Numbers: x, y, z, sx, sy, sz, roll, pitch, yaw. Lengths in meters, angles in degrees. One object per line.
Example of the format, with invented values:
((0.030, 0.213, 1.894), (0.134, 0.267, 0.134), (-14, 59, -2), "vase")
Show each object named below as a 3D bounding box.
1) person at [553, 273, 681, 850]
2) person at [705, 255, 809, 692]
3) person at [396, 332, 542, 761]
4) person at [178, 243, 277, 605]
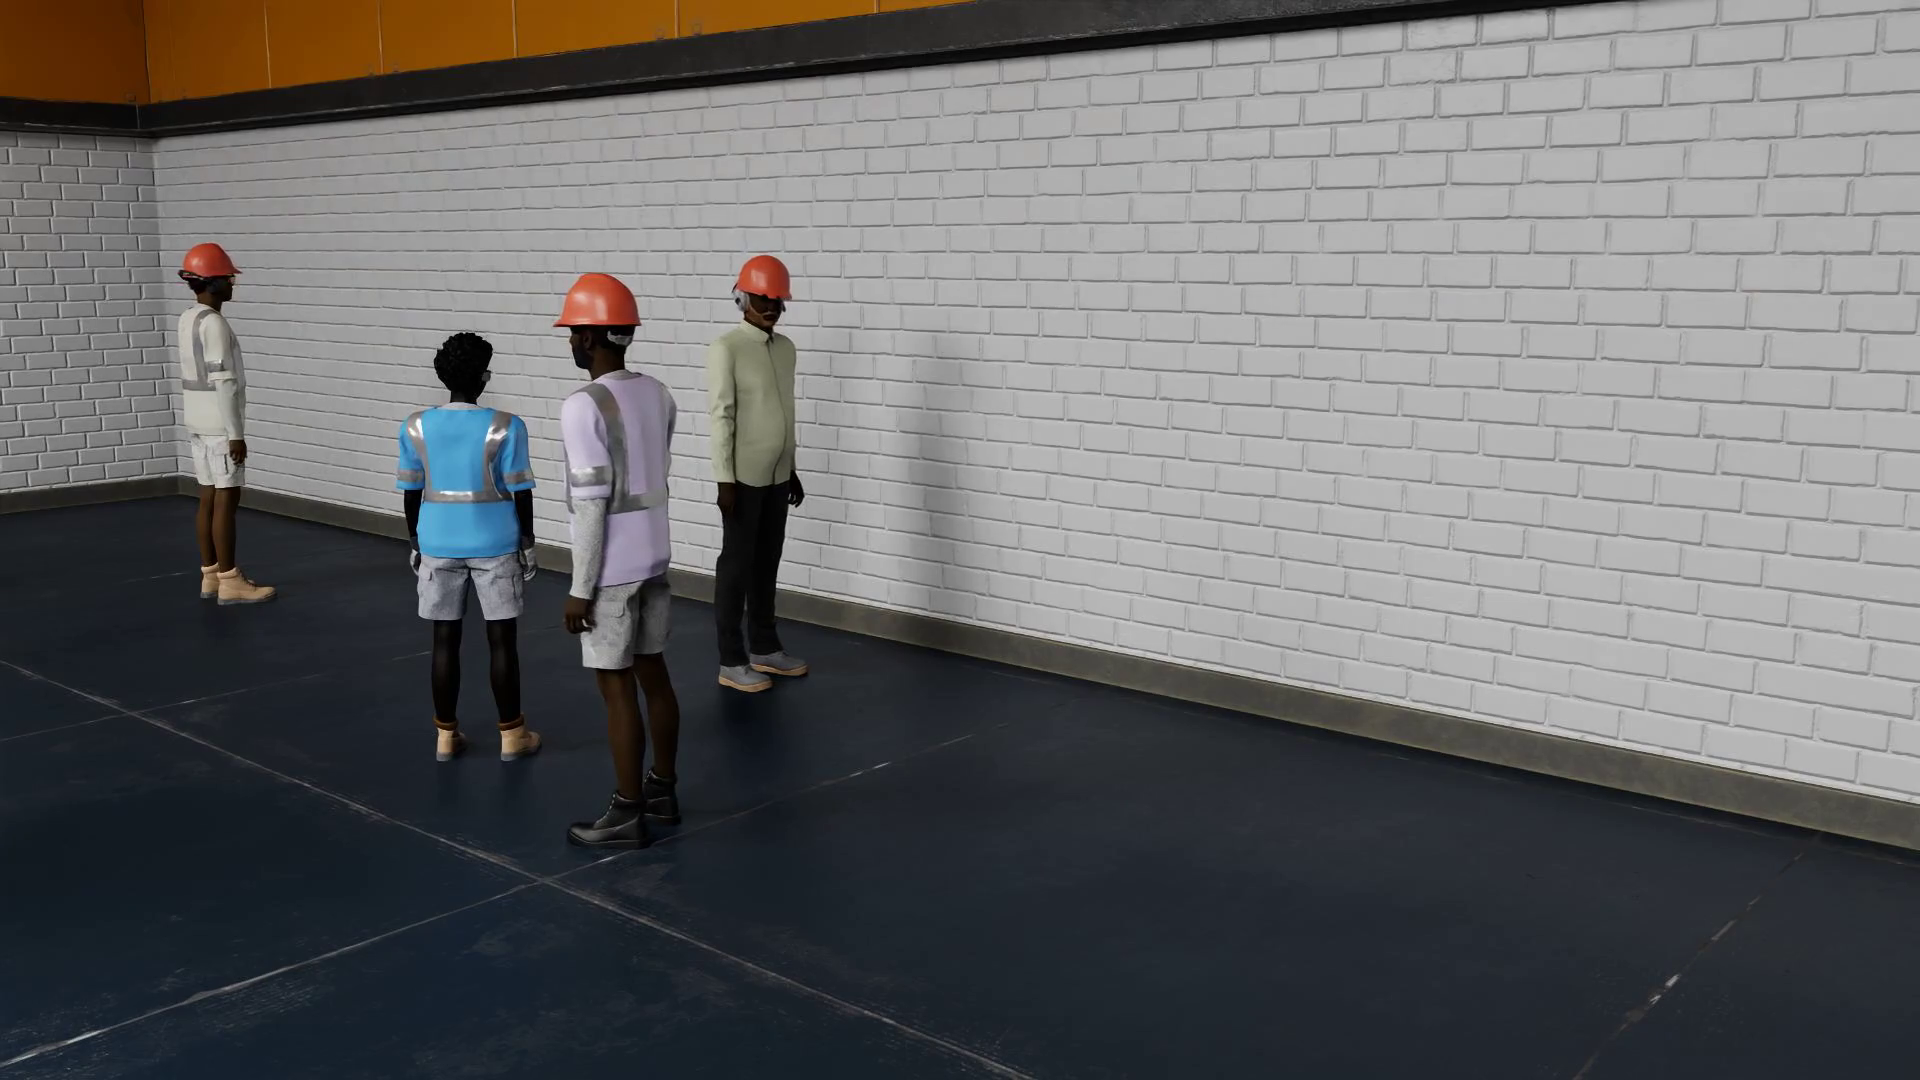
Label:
((-1.170, 0.080, 5.615), (0.373, 1.939, 0.545), (4, 11, 21), "person")
((-0.920, -0.311, 7.702), (0.400, 1.987, 0.612), (5, 11, 28), "person")
((-1.923, 0.035, 6.558), (0.541, 1.695, 0.316), (0, 10, 3), "person")
((-4.218, -0.656, 9.496), (0.368, 2.048, 0.607), (-9, 13, -41), "person")
